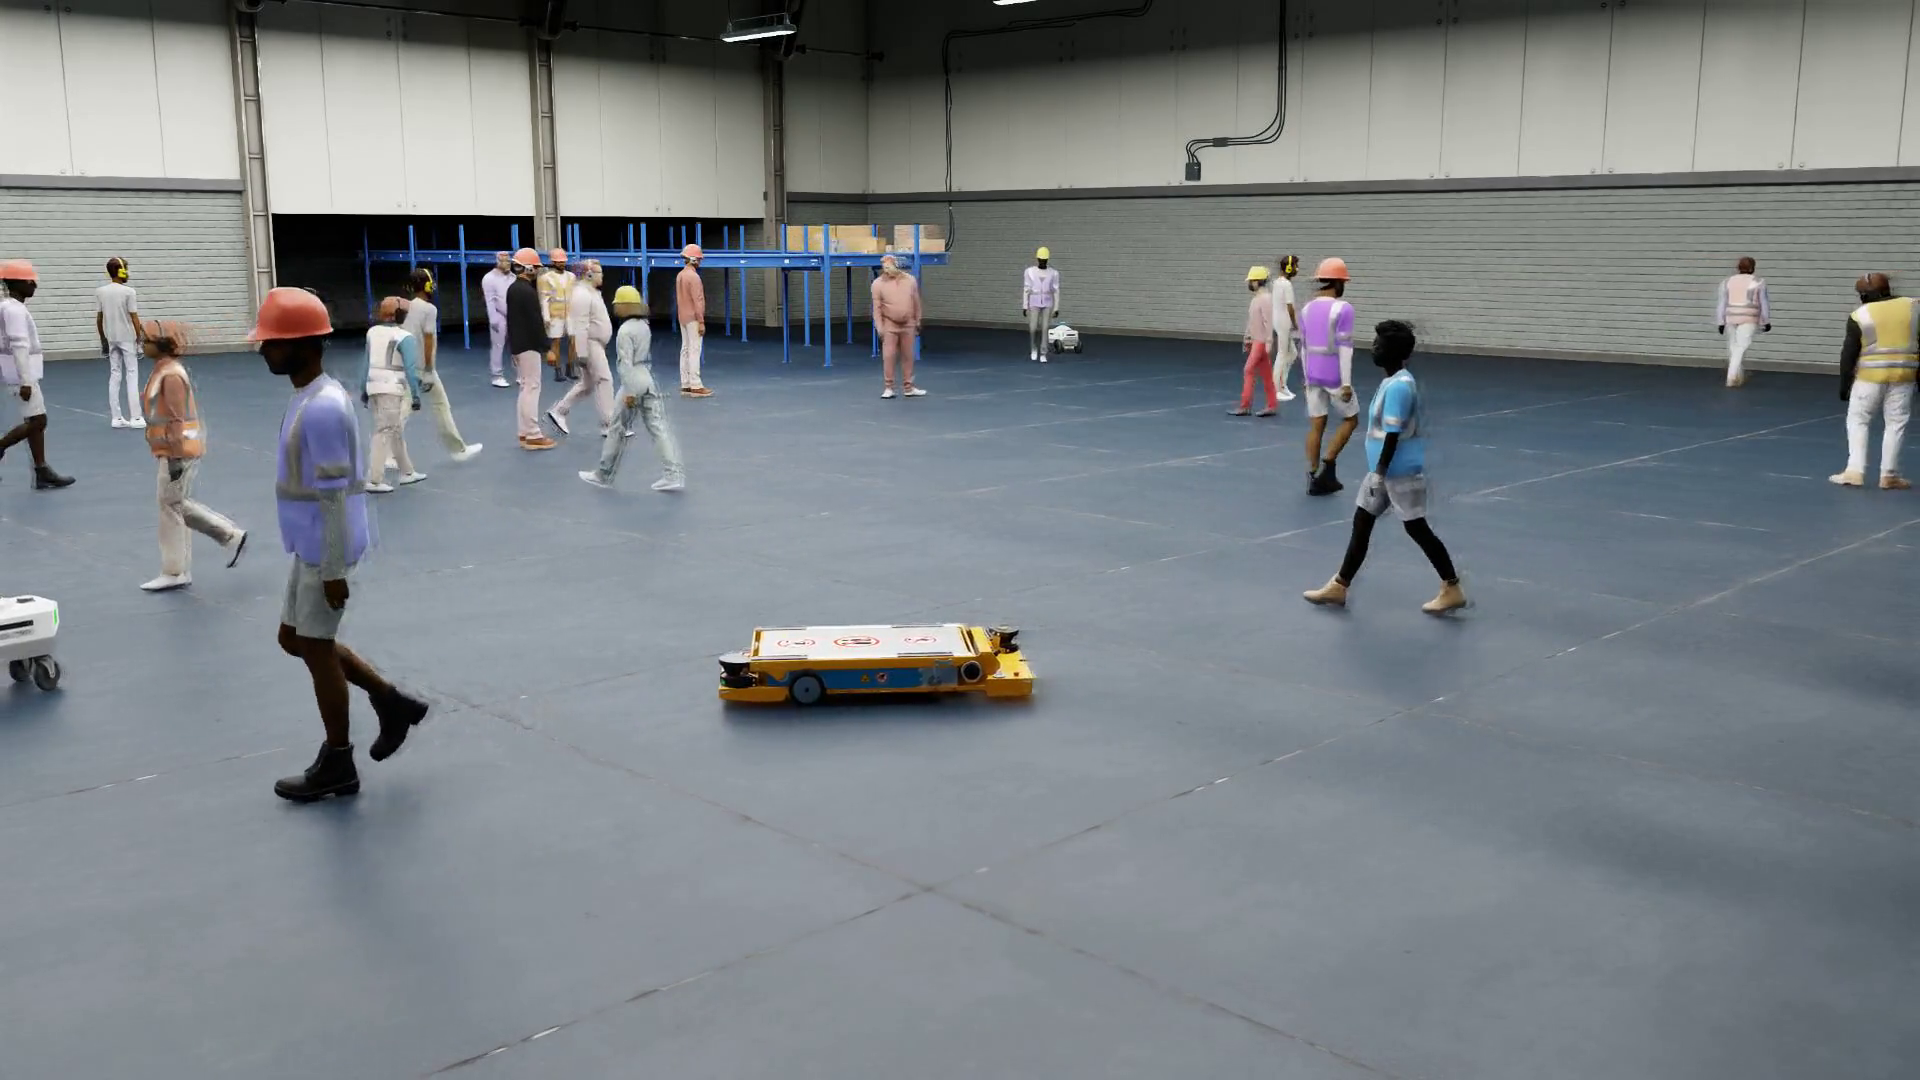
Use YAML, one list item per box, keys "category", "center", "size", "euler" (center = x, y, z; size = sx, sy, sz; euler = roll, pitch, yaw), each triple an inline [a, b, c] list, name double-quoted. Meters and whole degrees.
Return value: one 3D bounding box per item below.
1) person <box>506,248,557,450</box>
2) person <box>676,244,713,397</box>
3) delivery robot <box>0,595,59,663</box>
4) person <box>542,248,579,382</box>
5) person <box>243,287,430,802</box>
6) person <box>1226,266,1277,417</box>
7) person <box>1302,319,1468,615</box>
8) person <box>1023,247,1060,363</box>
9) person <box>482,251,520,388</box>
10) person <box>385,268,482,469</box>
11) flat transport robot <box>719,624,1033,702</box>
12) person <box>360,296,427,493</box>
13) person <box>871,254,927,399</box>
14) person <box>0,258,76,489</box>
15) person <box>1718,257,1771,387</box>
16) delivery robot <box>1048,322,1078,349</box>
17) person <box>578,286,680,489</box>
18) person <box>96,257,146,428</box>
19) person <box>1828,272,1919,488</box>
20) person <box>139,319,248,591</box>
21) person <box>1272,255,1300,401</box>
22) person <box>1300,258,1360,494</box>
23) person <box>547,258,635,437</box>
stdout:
- category: "person"
  center: [-4.281, -1.898, 16.533]
  size: [0.418, 1.988, 0.635]
  euler: [-6, 12, -32]
- category: "person"
  center: [-3.525, -2.903, 21.988]
  size: [0.399, 1.992, 0.622]
  euler: [-7, 12, -33]
- category: "delivery robot"
  center: [-4.551, 0.422, 7.640]
  size: [0.477, 0.478, 0.707]
  euler: [8, 13, 37]
- category: "person"
  center: [-5.768, -3.254, 24.105]
  size: [0.567, 1.914, 0.569]
  euler: [-8, 13, -37]
- category: "person"
  center: [-2.364, 0.017, 6.252]
  size: [0.512, 1.924, 0.571]
  euler: [-5, 11, -25]
- category: "person"
  center: [3.384, -2.297, 19.355]
  size: [0.757, 1.736, 0.556]
  euler: [-1, 10, -3]
- category: "person"
  center: [2.447, -0.406, 9.320]
  size: [0.902, 1.649, 0.544]
  euler: [1, 10, 8]
- category: "person"
  center: [1.357, -3.909, 27.687]
  size: [0.620, 1.911, 0.420]
  euler: [0, 10, 0]
- category: "person"
  center: [-6.281, -3.059, 23.150]
  size: [0.747, 1.882, 0.650]
  euler: [8, 13, 38]
- category: "person"
  center: [-4.913, -1.573, 15.245]
  size: [0.520, 1.807, 1.015]
  euler: [7, 12, 32]
- category: "flat transport robot"
  center: [-0.405, 0.569, 7.868]
  size: [1.431, 0.197, 0.652]
  euler: [-1, 10, -5]
- category: "person"
  center: [-4.679, -1.210, 13.803]
  size: [0.526, 1.594, 0.788]
  euler: [7, 12, 33]
- category: "person"
  center: [-0.751, -2.785, 21.716]
  size: [0.806, 1.865, 0.416]
  euler: [-5, 11, -25]
- category: "person"
  center: [-7.838, -1.369, 13.822]
  size: [0.646, 1.922, 0.559]
  euler: [-6, 12, -31]
- category: "person"
  center: [11.069, -3.065, 23.416]
  size: [0.963, 1.790, 0.630]
  euler: [-7, 13, -35]
- category: "delivery robot"
  center: [1.859, -3.703, 30.133]
  size: [0.477, 0.478, 0.707]
  euler: [-4, 11, -21]
- category: "person"
  center: [-2.746, -1.267, 13.873]
  size: [0.913, 1.687, 0.506]
  euler: [3, 11, 18]
- category: "person"
  center: [-9.242, -2.171, 18.346]
  size: [0.526, 1.865, 0.315]
  euler: [2, 11, 12]
- category: "person"
  center: [7.744, -1.332, 13.974]
  size: [0.694, 1.809, 0.431]
  euler: [2, 11, 13]
- category: "person"
  center: [-4.675, -0.522, 10.025]
  size: [0.567, 1.619, 0.521]
  euler: [-7, 12, -33]
- category: "person"
  center: [4.228, -2.715, 21.340]
  size: [0.540, 1.851, 0.577]
  euler: [-1, 10, -4]
- category: "person"
  center: [3.036, -1.337, 13.636]
  size: [0.407, 1.922, 0.585]
  euler: [-7, 13, -34]
- category: "person"
  center: [-3.938, -2.025, 17.549]
  size: [0.872, 1.879, 0.651]
  euler: [-1, 10, -5]
